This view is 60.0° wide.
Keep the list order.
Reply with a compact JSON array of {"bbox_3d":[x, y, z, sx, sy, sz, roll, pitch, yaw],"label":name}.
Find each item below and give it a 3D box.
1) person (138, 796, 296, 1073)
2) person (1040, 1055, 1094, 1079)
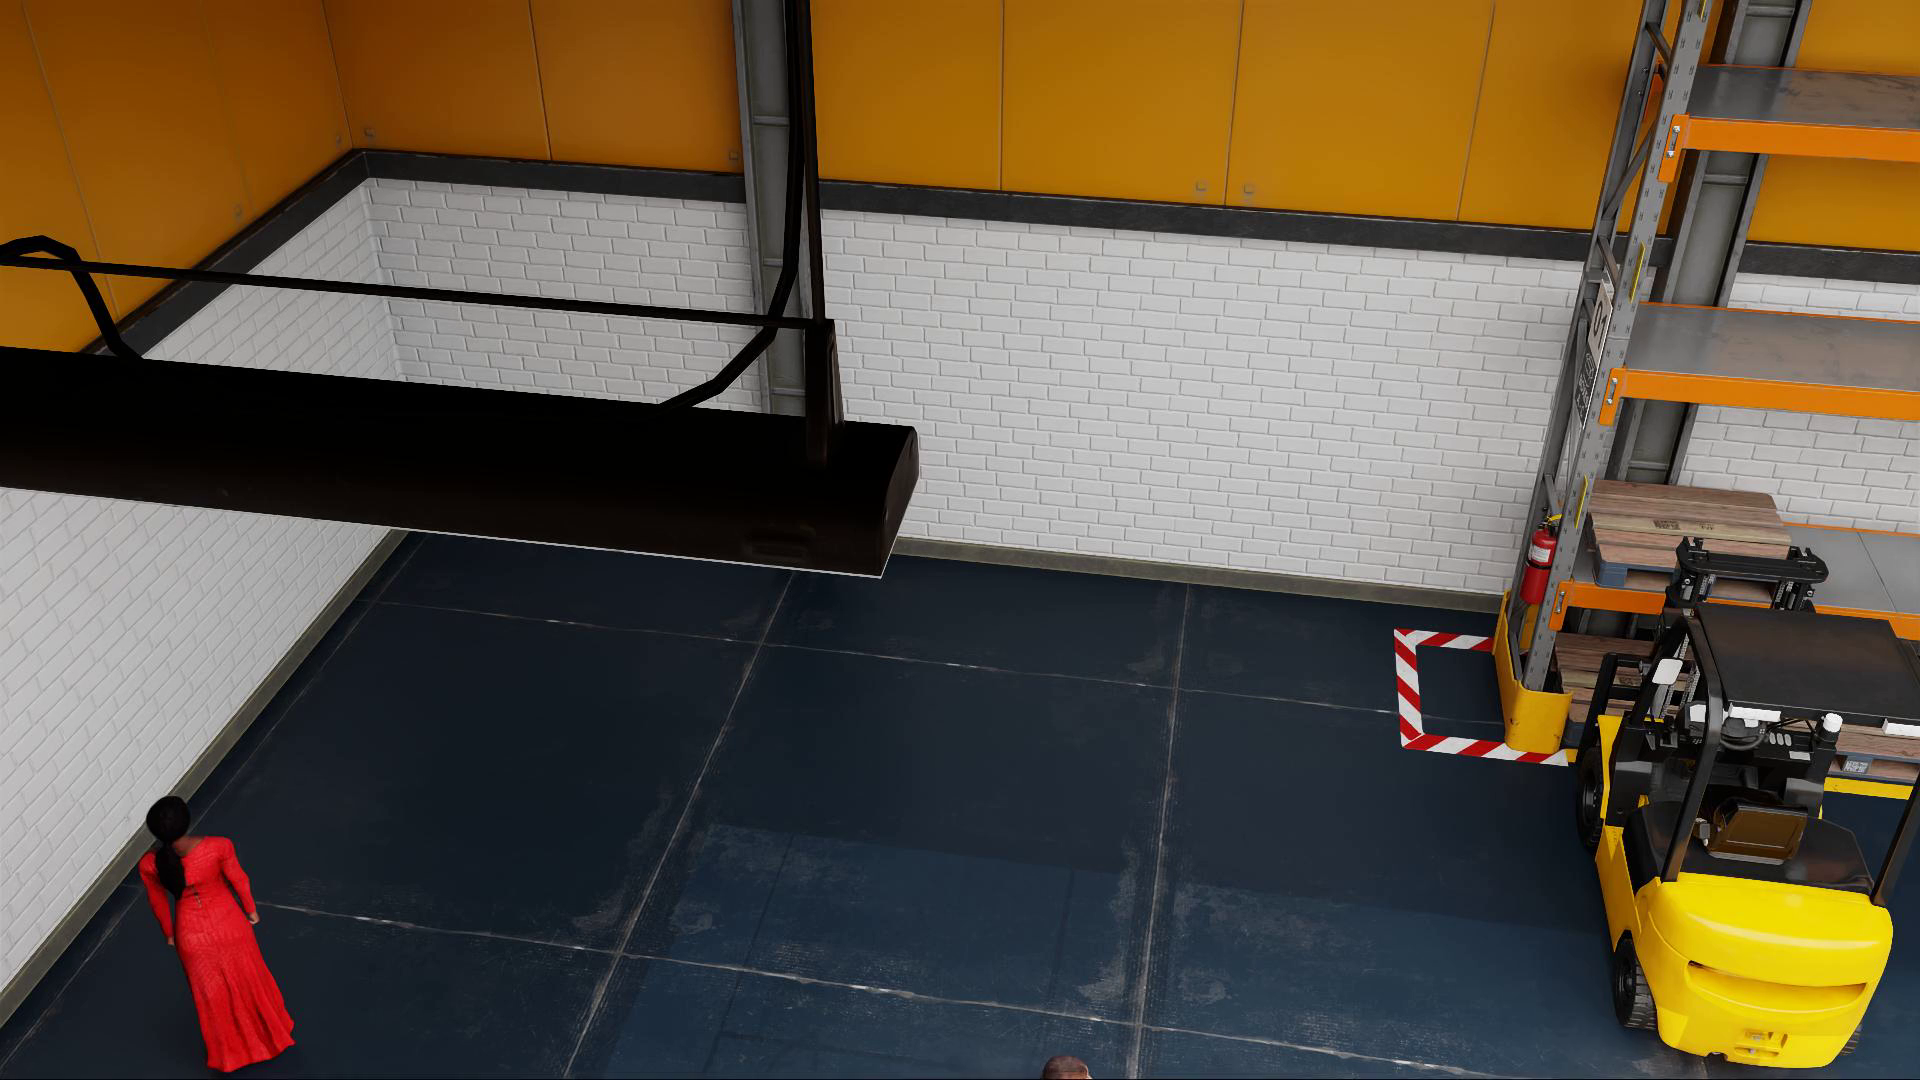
[{"bbox_3d":[-3.843,2.021,8.530,0.709,1.785,0.797,-12,35,-17],"label":"person"},{"bbox_3d":[0.327,2.870,7.359,0.771,1.657,0.696,-6,34,-9],"label":"person"}]
